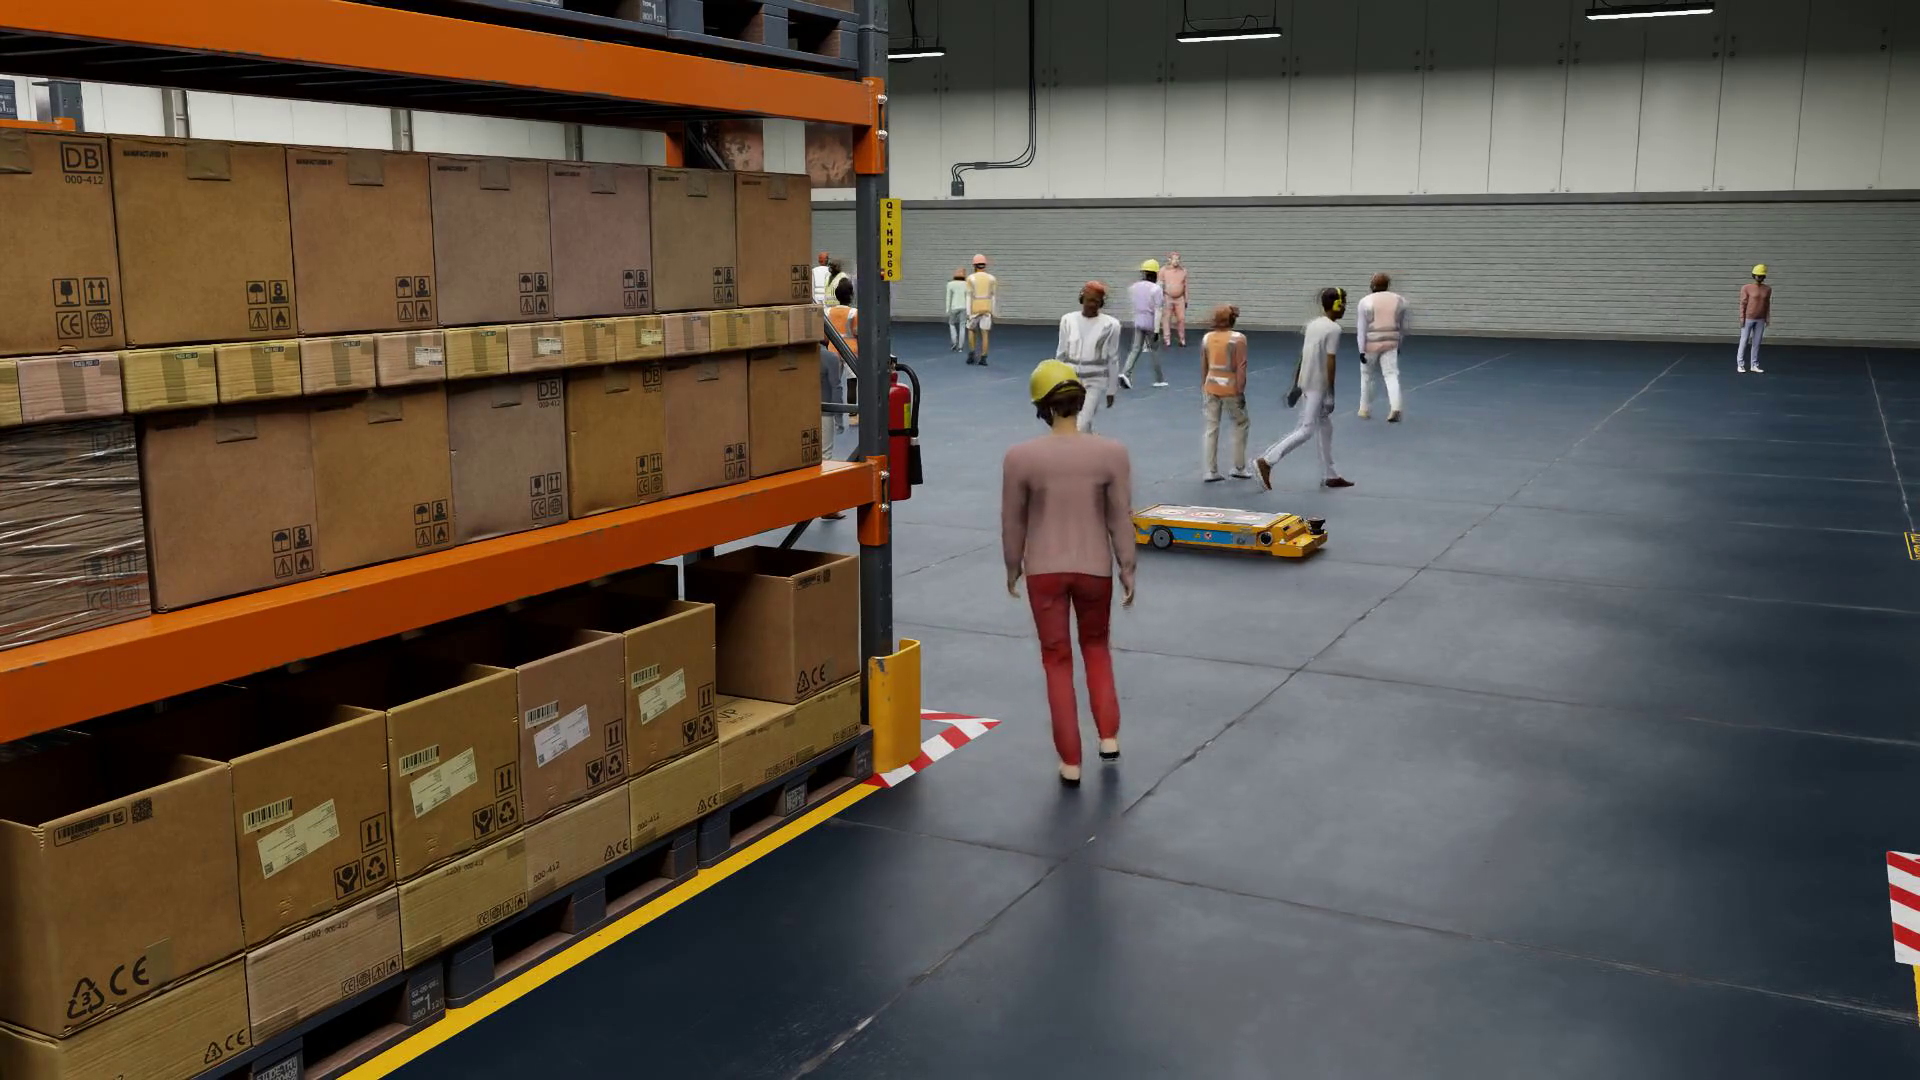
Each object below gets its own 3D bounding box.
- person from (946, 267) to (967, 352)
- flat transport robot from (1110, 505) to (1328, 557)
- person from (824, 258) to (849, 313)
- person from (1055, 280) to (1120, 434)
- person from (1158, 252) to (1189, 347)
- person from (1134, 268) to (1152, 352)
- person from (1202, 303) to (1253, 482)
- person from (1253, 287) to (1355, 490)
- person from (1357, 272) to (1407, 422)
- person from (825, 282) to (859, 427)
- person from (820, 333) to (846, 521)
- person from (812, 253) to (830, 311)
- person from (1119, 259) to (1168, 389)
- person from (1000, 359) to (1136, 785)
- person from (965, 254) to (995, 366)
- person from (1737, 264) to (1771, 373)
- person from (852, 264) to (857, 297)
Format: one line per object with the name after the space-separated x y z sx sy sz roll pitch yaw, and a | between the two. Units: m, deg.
-0.017 -4.465 32.232 0.539 1.614 0.538 -1 10 -7 | person
1.871 -0.084 12.032 1.431 0.197 0.652 5 12 27 | flat transport robot
-2.272 -4.182 30.132 0.503 1.823 0.656 -8 13 -36 | person
1.154 -1.399 14.872 0.617 1.850 0.803 5 12 26 | person
4.306 -4.841 33.534 0.659 1.904 0.439 -1 10 -7 | person
3.562 -4.404 31.887 0.364 1.627 0.514 -7 13 -35 | person
2.465 -1.348 15.218 0.599 1.615 0.551 -10 14 -43 | person
3.059 -1.325 14.642 0.971 1.812 0.548 -3 11 -16 | person
5.112 -2.344 20.187 0.617 1.810 0.943 0 10 -3 | person
-1.353 -2.176 19.547 0.541 1.696 0.315 5 12 26 | person
-1.136 -0.962 13.101 0.507 1.633 0.276 5 12 26 | person
-2.799 -4.965 34.248 0.584 1.882 0.346 5 12 26 | person
2.713 -3.161 24.384 0.587 1.897 0.897 9 14 41 | person
0.437 0.129 6.864 0.540 1.737 0.505 -1 10 -4 | person
0.328 -3.988 28.858 0.550 1.914 0.722 -2 11 -13 | person
13.006 -3.617 27.220 0.524 1.769 0.309 -1 10 -8 | person
-2.294 -6.078 40.373 0.640 1.867 0.952 8 13 37 | person
